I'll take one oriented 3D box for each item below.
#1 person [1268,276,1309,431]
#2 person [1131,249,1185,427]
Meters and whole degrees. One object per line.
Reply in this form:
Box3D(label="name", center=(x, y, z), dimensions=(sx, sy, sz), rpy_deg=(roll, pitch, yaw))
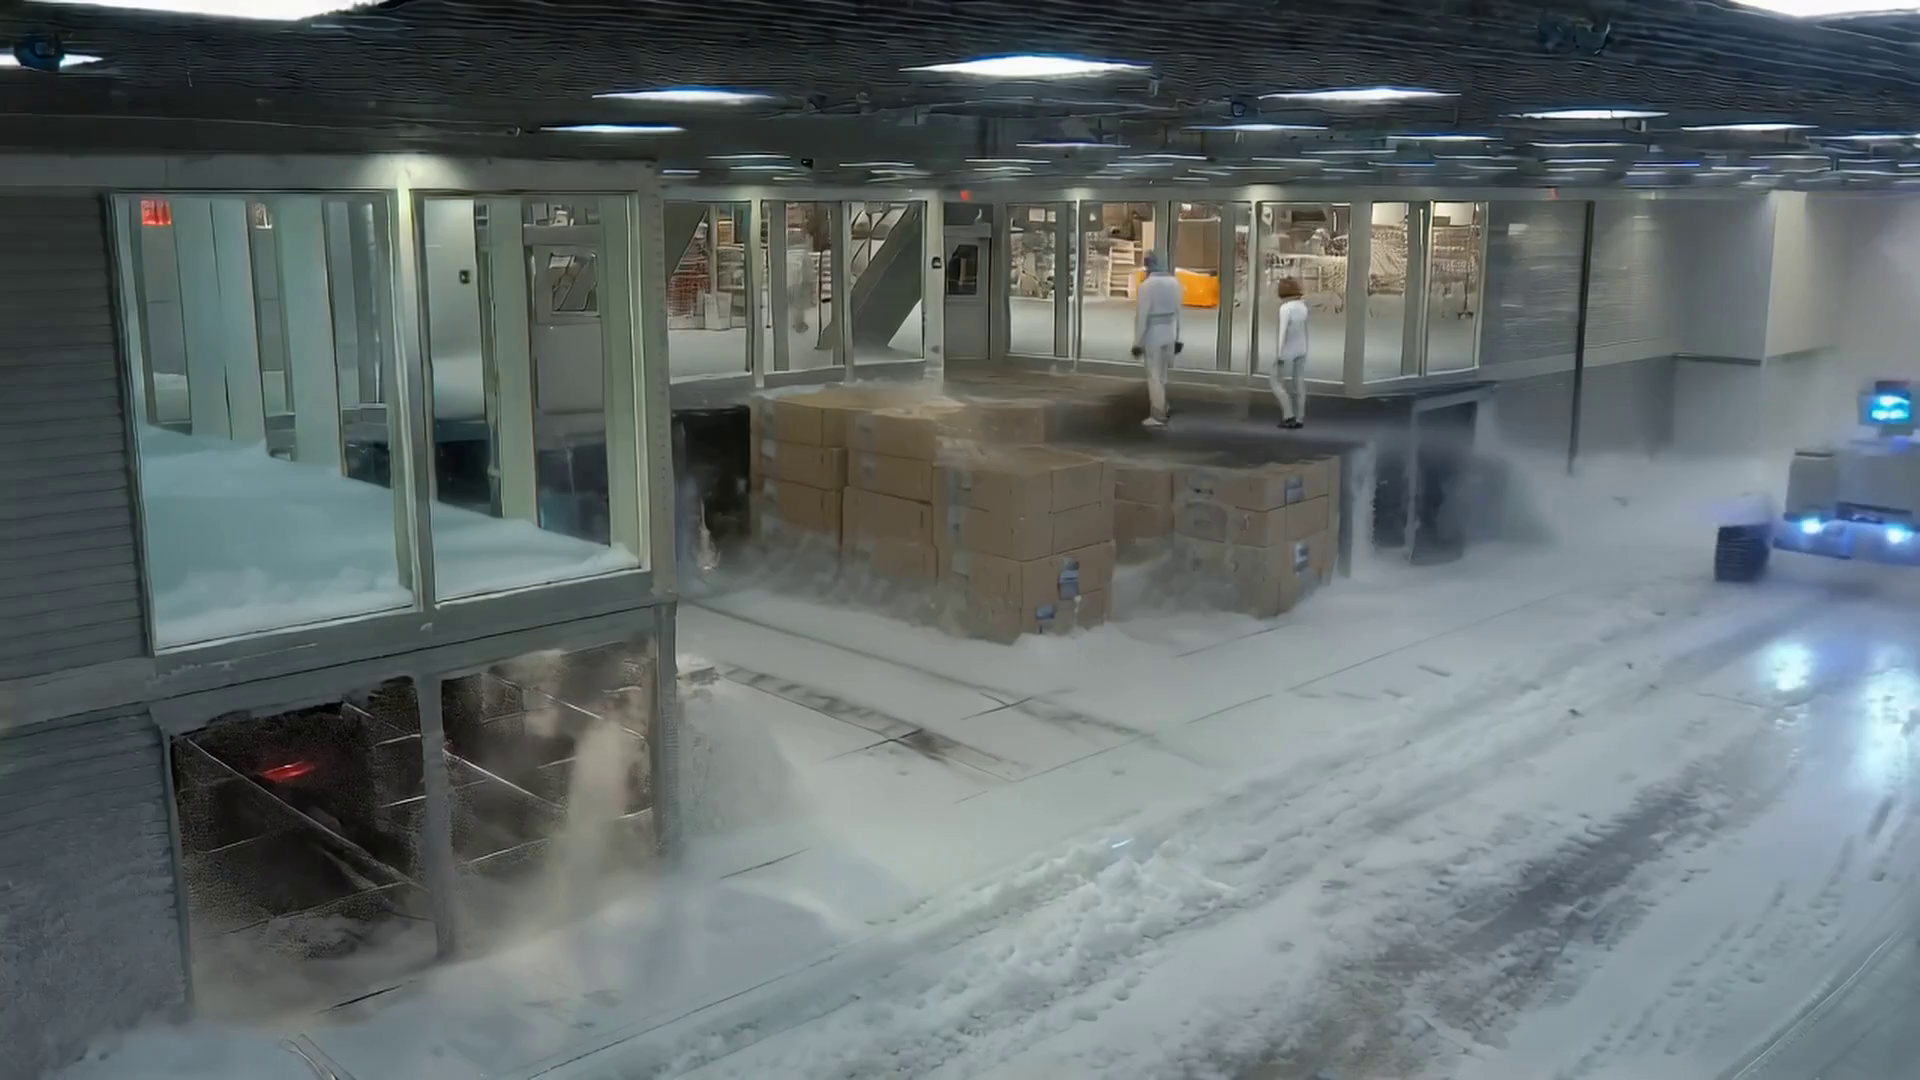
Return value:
Box3D(label="person", center=(3.465, -1.935, 17.388), dimensions=(0.518, 1.619, 0.378), rpy_deg=(-10, 15, -40))
Box3D(label="person", center=(2.099, -2.152, 17.791), dimensions=(0.669, 1.885, 0.462), rpy_deg=(-9, 14, -37))
